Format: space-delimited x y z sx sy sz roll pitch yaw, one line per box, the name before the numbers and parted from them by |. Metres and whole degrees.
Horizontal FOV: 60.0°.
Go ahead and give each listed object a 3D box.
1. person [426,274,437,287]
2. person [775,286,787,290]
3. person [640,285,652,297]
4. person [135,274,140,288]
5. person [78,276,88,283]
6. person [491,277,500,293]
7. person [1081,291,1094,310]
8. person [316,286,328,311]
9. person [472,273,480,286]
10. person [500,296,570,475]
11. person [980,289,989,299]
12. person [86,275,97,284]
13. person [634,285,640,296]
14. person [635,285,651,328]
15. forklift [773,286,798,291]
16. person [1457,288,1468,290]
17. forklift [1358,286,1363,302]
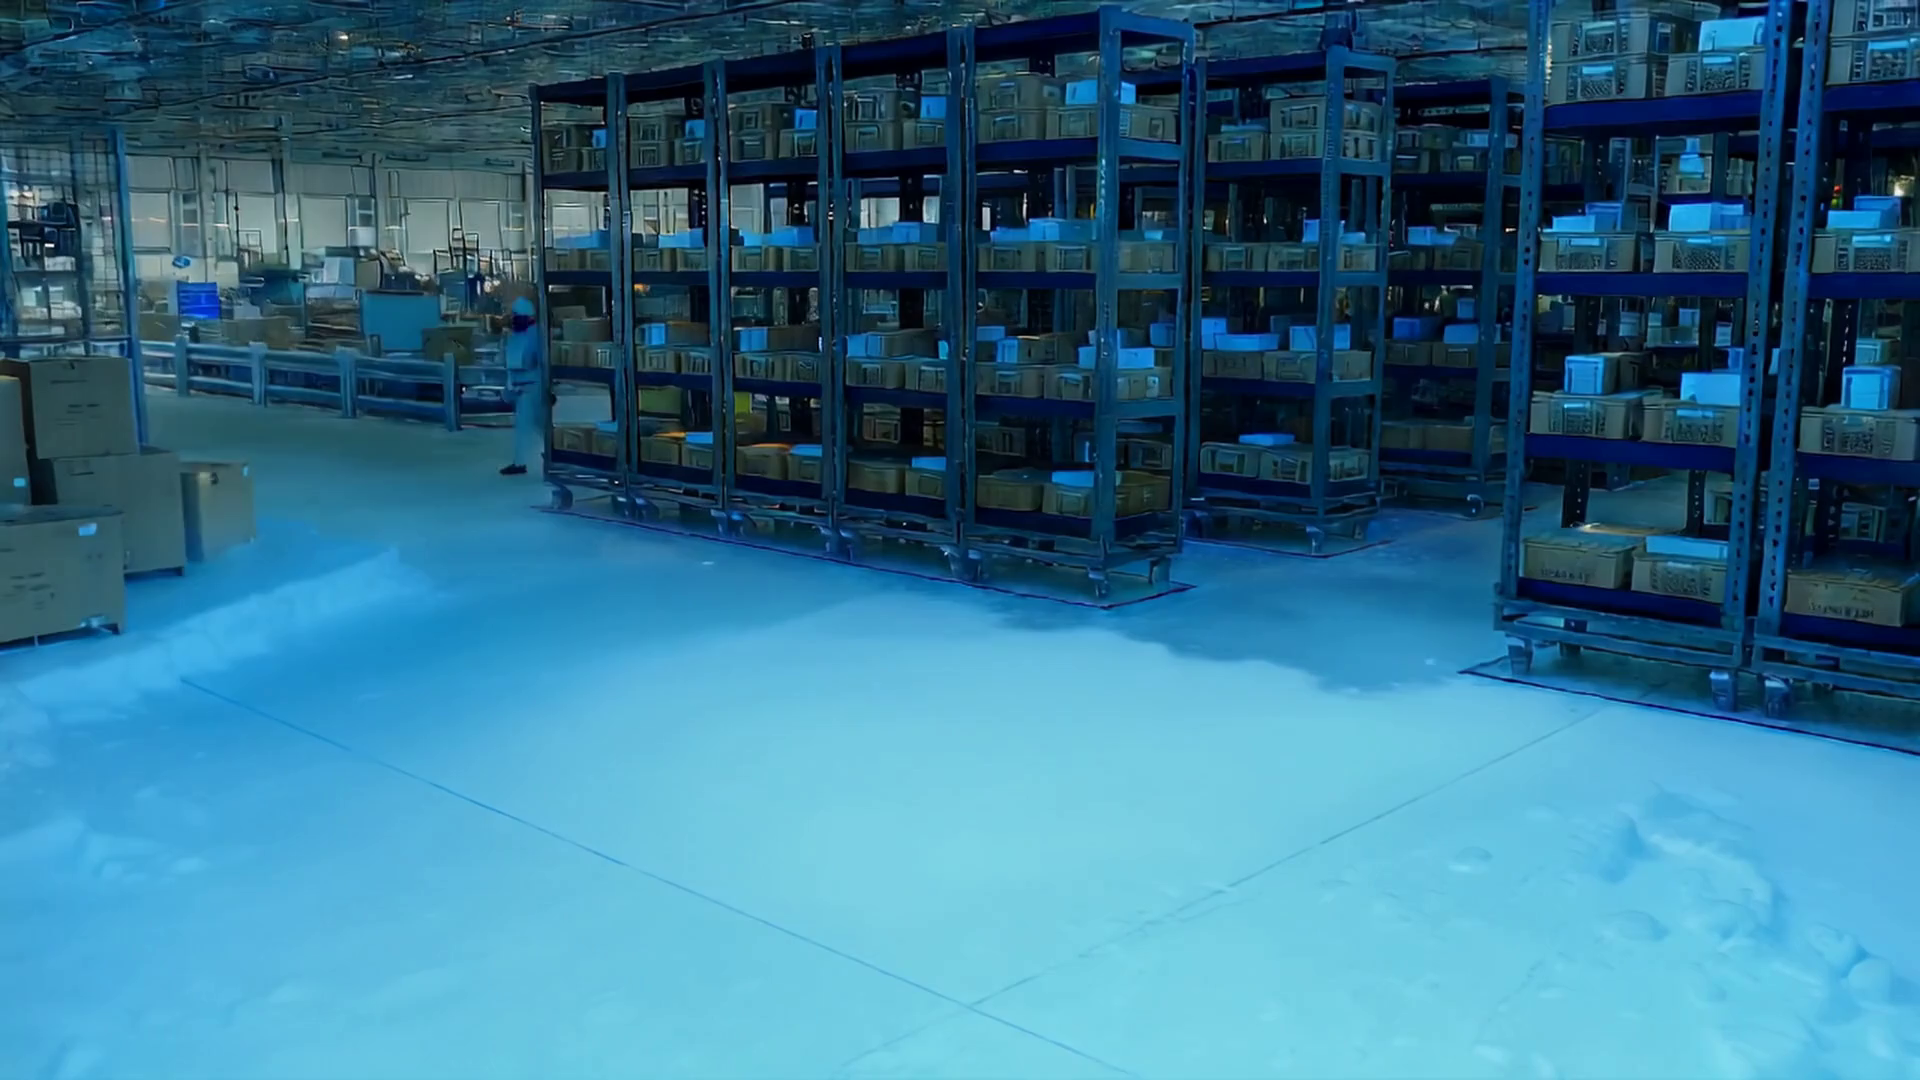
person | -22.949 -10.614 72.218 0.521 1.843 0.457 1 9 6
person | -7.294 -10.019 68.167 0.611 1.966 0.362 -6 11 -33
person | -12.691 -9.987 67.748 0.990 2.000 0.700 0 9 -2
person | -32.692 -9.627 65.856 0.547 1.938 0.359 6 11 33
person | -41.286 -11.631 78.180 0.608 1.930 0.505 0 9 2
person | -16.587 -8.496 59.447 0.322 1.767 0.533 -1 9 -4
person | 4.133 -7.631 54.046 0.919 1.794 0.599 7 12 38
person | -24.093 -9.125 62.797 0.544 1.922 0.491 9 13 42
person | -20.474 -10.373 70.540 0.567 1.904 0.594 -4 10 -23
person | -4.332 -1.571 16.919 0.814 1.803 0.599 -8 12 -41
person | 0.881 -8.121 57.481 0.852 1.655 0.536 6 11 33
person | -39.528 -11.182 75.799 0.632 1.808 0.910 3 10 19
person | -11.811 -8.736 61.192 0.776 1.674 0.532 -1 9 -9
person | -9.850 -7.196 51.600 0.539 1.712 0.949 -8 12 -41
forklift | -8.558 -12.079 78.005 1.873 2.768 1.129 9 13 43
person | 18.124 -8.554 60.149 0.882 1.640 0.547 -8 12 -39
forklift | 11.100 -7.017 46.970 1.873 2.768 1.129 9 13 43
